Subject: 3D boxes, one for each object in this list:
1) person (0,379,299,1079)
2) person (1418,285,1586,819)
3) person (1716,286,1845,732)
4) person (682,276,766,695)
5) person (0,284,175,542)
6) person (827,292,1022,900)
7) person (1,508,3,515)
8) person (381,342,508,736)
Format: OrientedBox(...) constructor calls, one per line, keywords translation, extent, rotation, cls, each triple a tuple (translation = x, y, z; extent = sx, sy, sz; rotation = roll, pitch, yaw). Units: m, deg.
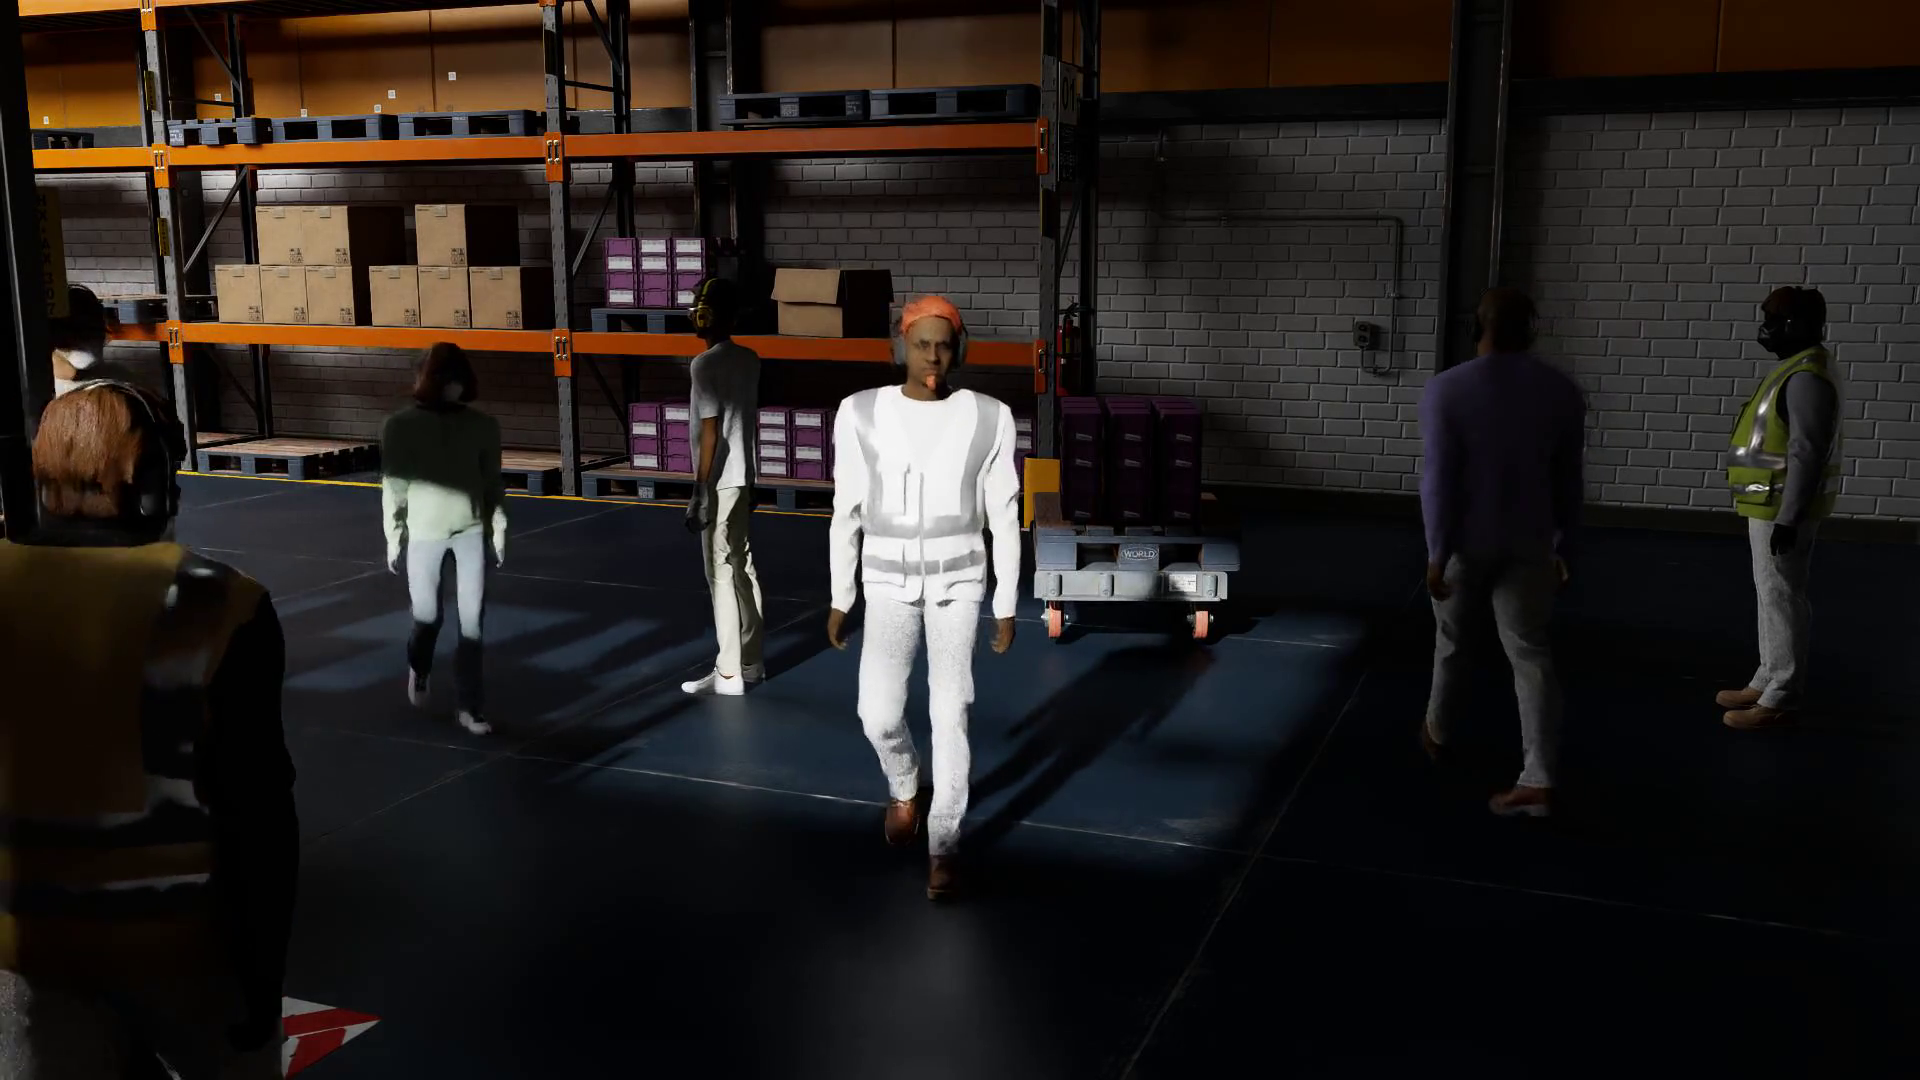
OrientedBox(translation=(-1.398, 0.625, 2.847), extent=(0.640, 1.790, 0.942), rotation=(0, 10, -2), cls="person")
OrientedBox(translation=(1.968, 0.022, 6.046), extent=(0.639, 1.871, 1.099), rotation=(0, 10, -2), cls="person")
OrientedBox(translation=(3.409, -0.128, 6.927), extent=(0.429, 1.842, 0.636), rotation=(4, 11, 21), cls="person")
OrientedBox(translation=(-1.073, -0.235, 7.452), extent=(0.313, 1.867, 0.538), rotation=(4, 11, 21), cls="person")
OrientedBox(translation=(-3.162, 0.042, 5.902), extent=(1.034, 1.887, 0.673), rotation=(9, 13, 40), cls="person")
OrientedBox(translation=(-0.112, 0.168, 5.199), extent=(0.613, 1.869, 0.472), rotation=(0, 10, 1), cls="person")
OrientedBox(translation=(-4.442, -0.327, 8.011), extent=(0.578, 1.860, 0.820), rotation=(3, 11, 17), cls="person")
OrientedBox(translation=(-2.127, -0.010, 6.863), extent=(0.515, 1.620, 0.454), rotation=(-7, 12, -34), cls="person")
